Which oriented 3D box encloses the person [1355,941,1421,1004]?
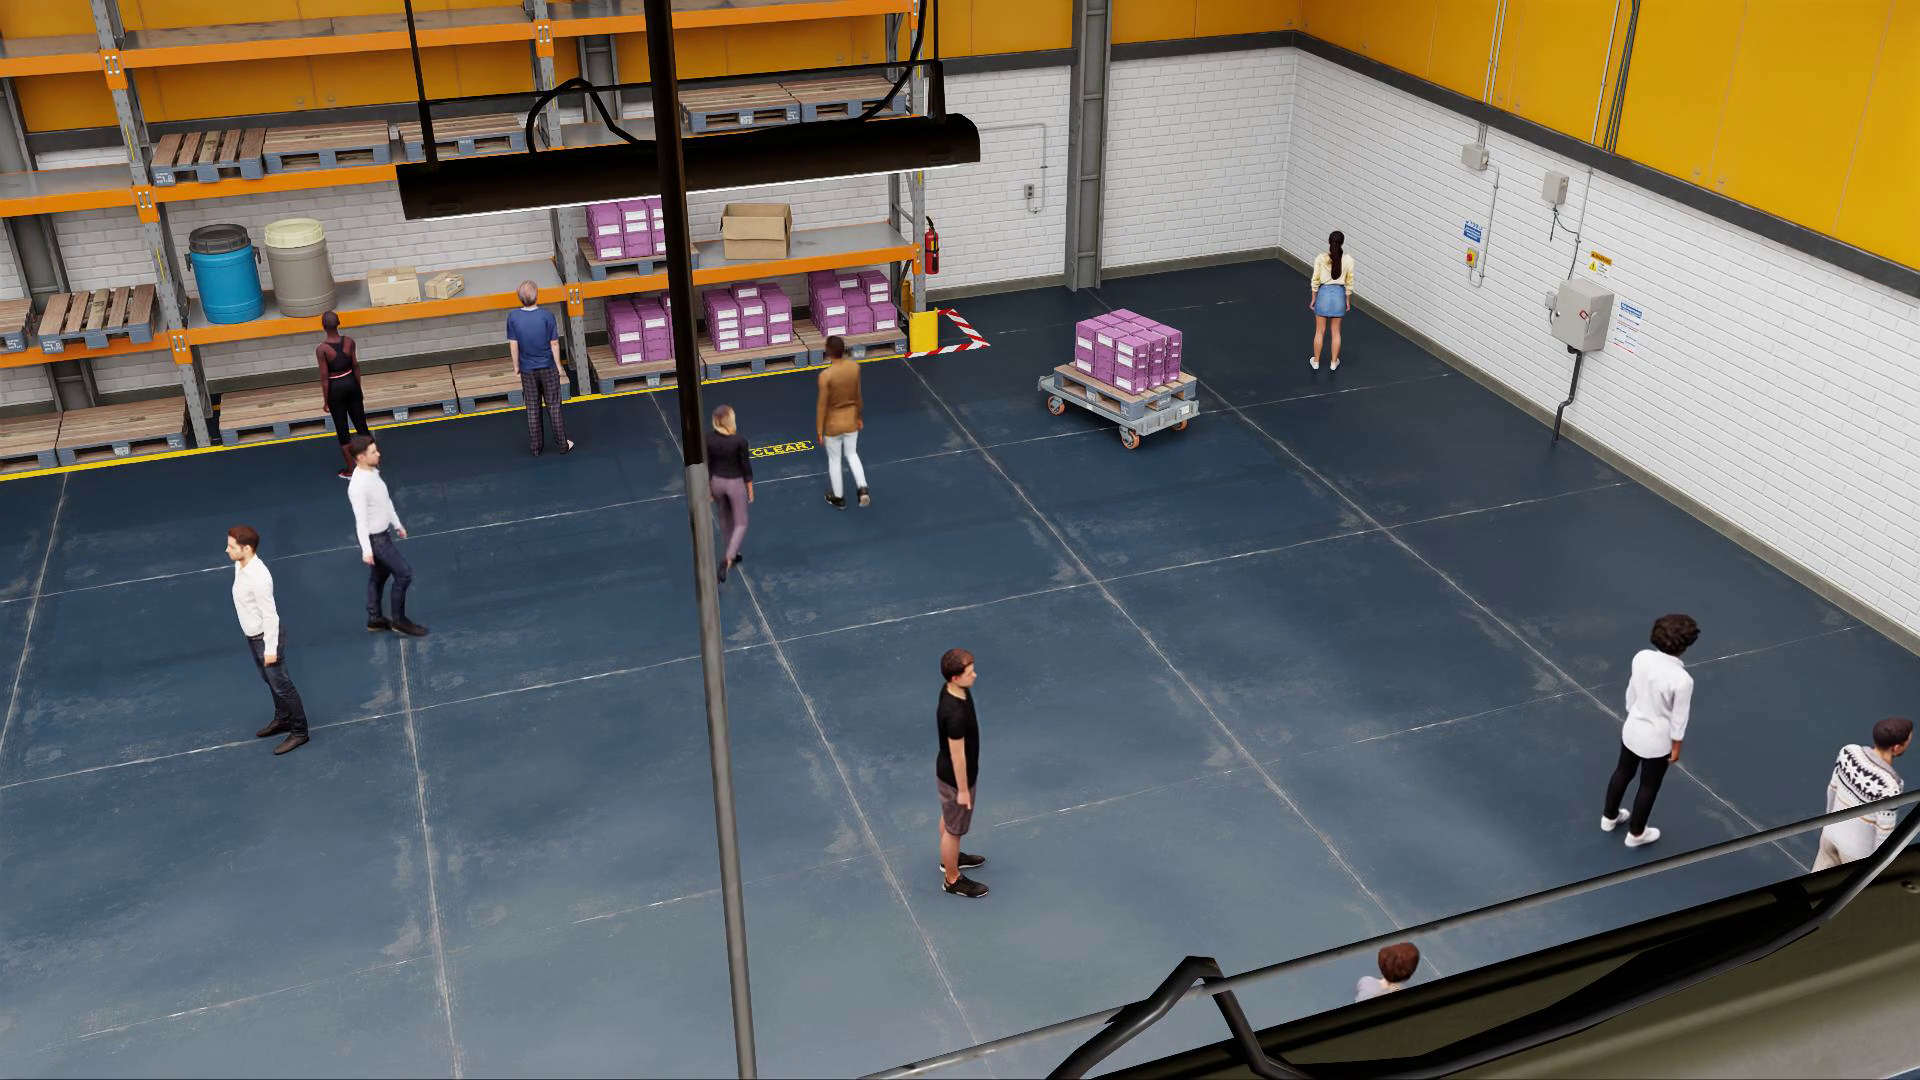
[{"bbox_3d":[2.165,2.849,8.827,0.886,1.635,0.774,-23,36,-36],"label":"person"}]

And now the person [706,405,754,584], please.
[{"bbox_3d":[-2.069,-0.378,14.730,1.003,1.649,0.972,6,29,11],"label":"person"}]

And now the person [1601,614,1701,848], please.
[{"bbox_3d":[4.762,1.309,11.472,0.602,1.806,0.661,-15,32,-26],"label":"person"}]

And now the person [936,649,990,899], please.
[{"bbox_3d":[-0.023,1.512,11.042,0.694,1.862,0.752,-1,29,-2],"label":"person"}]

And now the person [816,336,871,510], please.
[{"bbox_3d":[-1.093,-1.080,15.852,0.897,1.806,0.850,-18,33,-30],"label":"person"}]

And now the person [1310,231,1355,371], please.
[{"bbox_3d":[4.254,-2.758,19.111,0.643,1.630,0.780,4,29,7],"label":"person"}]

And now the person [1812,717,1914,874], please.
[{"bbox_3d":[5.569,1.880,10.369,0.613,1.861,0.721,-5,29,-10],"label":"person"}]

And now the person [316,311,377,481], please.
[{"bbox_3d":[-6.144,-1.454,16.587,0.732,1.758,0.624,22,36,34],"label":"person"}]

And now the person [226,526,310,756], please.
[{"bbox_3d":[-5.217,0.721,12.483,0.667,1.871,0.720,-22,36,-35],"label":"person"}]

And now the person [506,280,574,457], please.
[{"bbox_3d":[-4.318,-1.762,17.035,0.579,1.871,0.774,-3,29,-5],"label":"person"}]

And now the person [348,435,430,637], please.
[{"bbox_3d":[-4.968,-0.023,13.867,0.820,1.852,0.716,-5,29,-8],"label":"person"}]
